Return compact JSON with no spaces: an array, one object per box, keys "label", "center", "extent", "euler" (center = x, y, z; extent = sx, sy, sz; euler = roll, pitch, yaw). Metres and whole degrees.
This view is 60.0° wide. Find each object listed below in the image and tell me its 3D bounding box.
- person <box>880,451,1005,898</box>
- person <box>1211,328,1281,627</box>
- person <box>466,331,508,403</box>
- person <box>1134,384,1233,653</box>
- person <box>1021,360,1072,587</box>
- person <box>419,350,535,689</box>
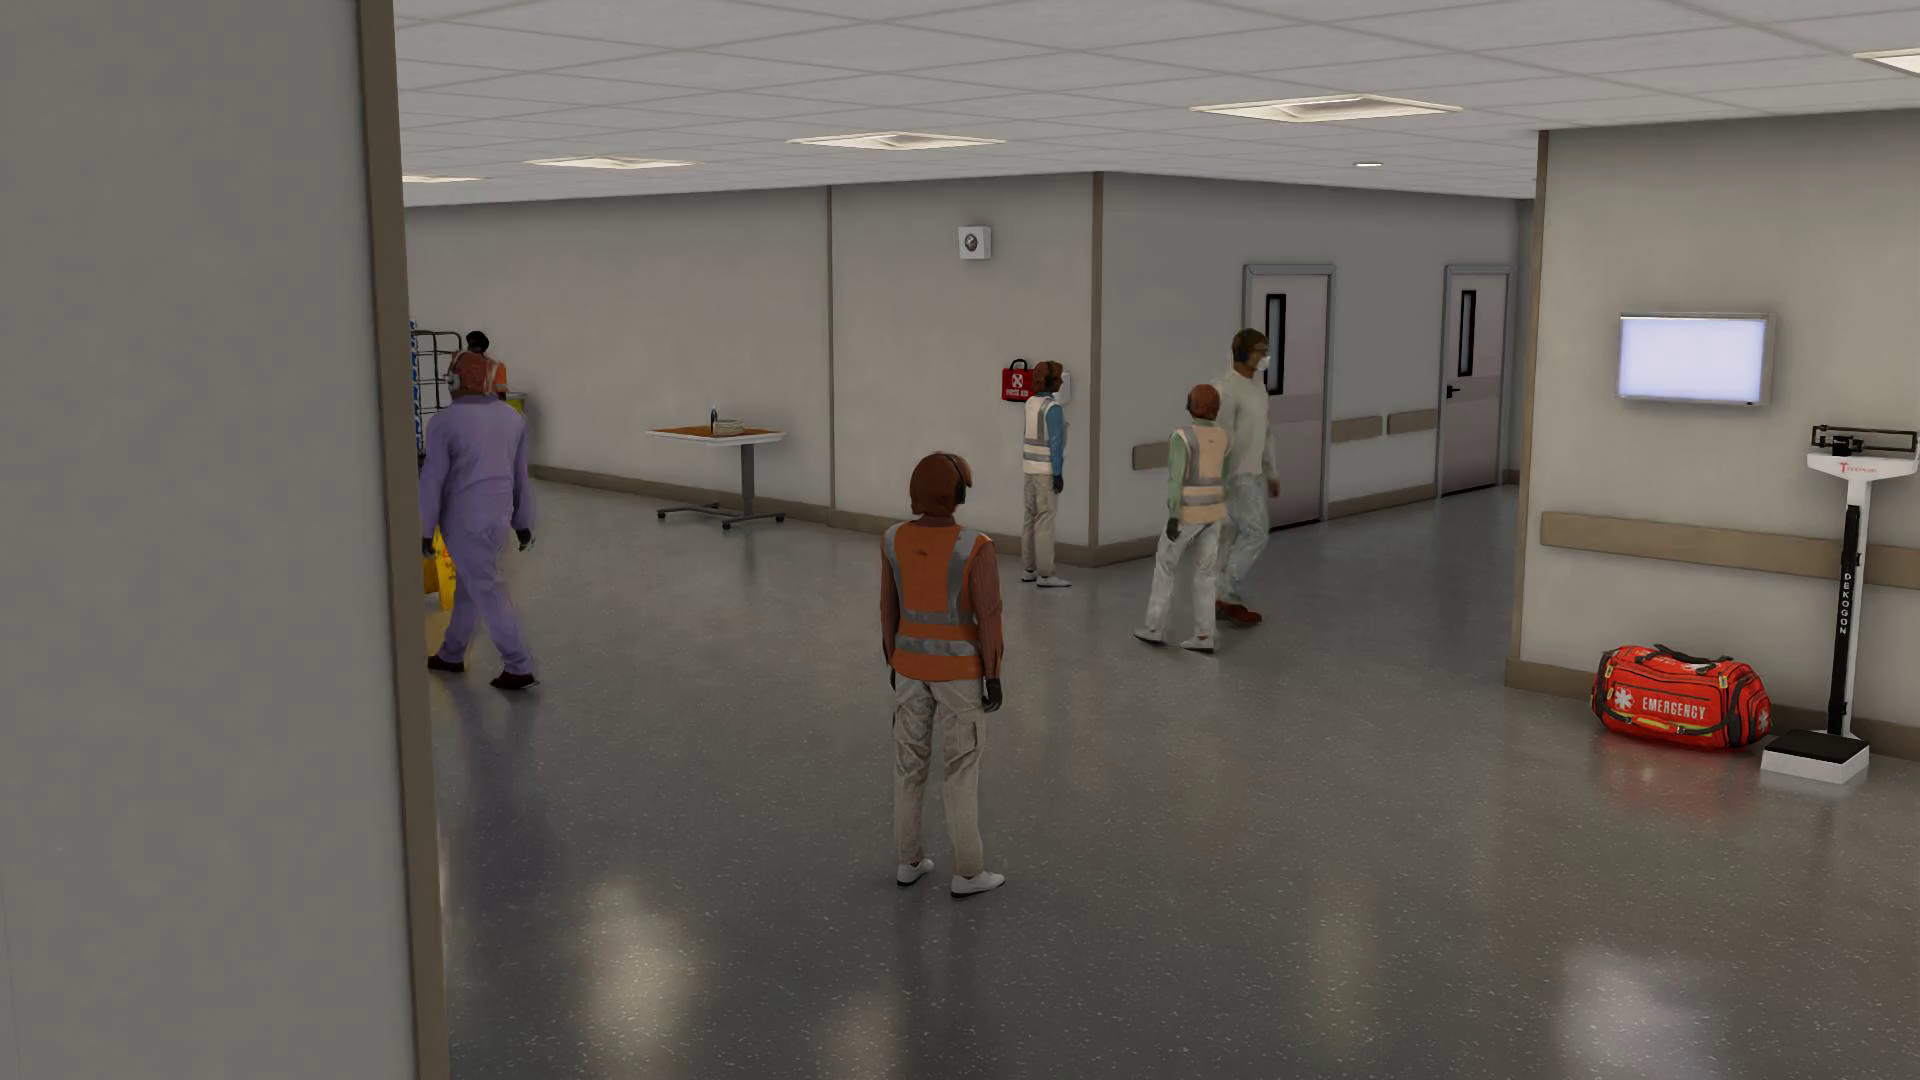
[{"label":"person","center":[-0.070,0.496,6.107],"extent":[0.514,1.638,0.308],"euler":[6,11,32]},{"label":"person","center":[1.856,-0.392,10.683],"extent":[0.498,1.921,0.648],"euler":[5,10,28]},{"label":"person","center":[-4.771,-1.244,16.623],"extent":[0.536,1.689,0.324],"euler":[1,9,3]},{"label":"person","center":[1.358,-0.142,10.093],"extent":[0.548,1.601,0.671],"euler":[-7,11,-36]},{"label":"person","center":[0.611,-0.480,12.082],"extent":[0.315,1.640,0.515],"euler":[-4,10,-21]},{"label":"person","center":[-2.699,-0.117,9.206],"extent":[0.980,1.860,0.659],"euler":[5,11,30]}]
